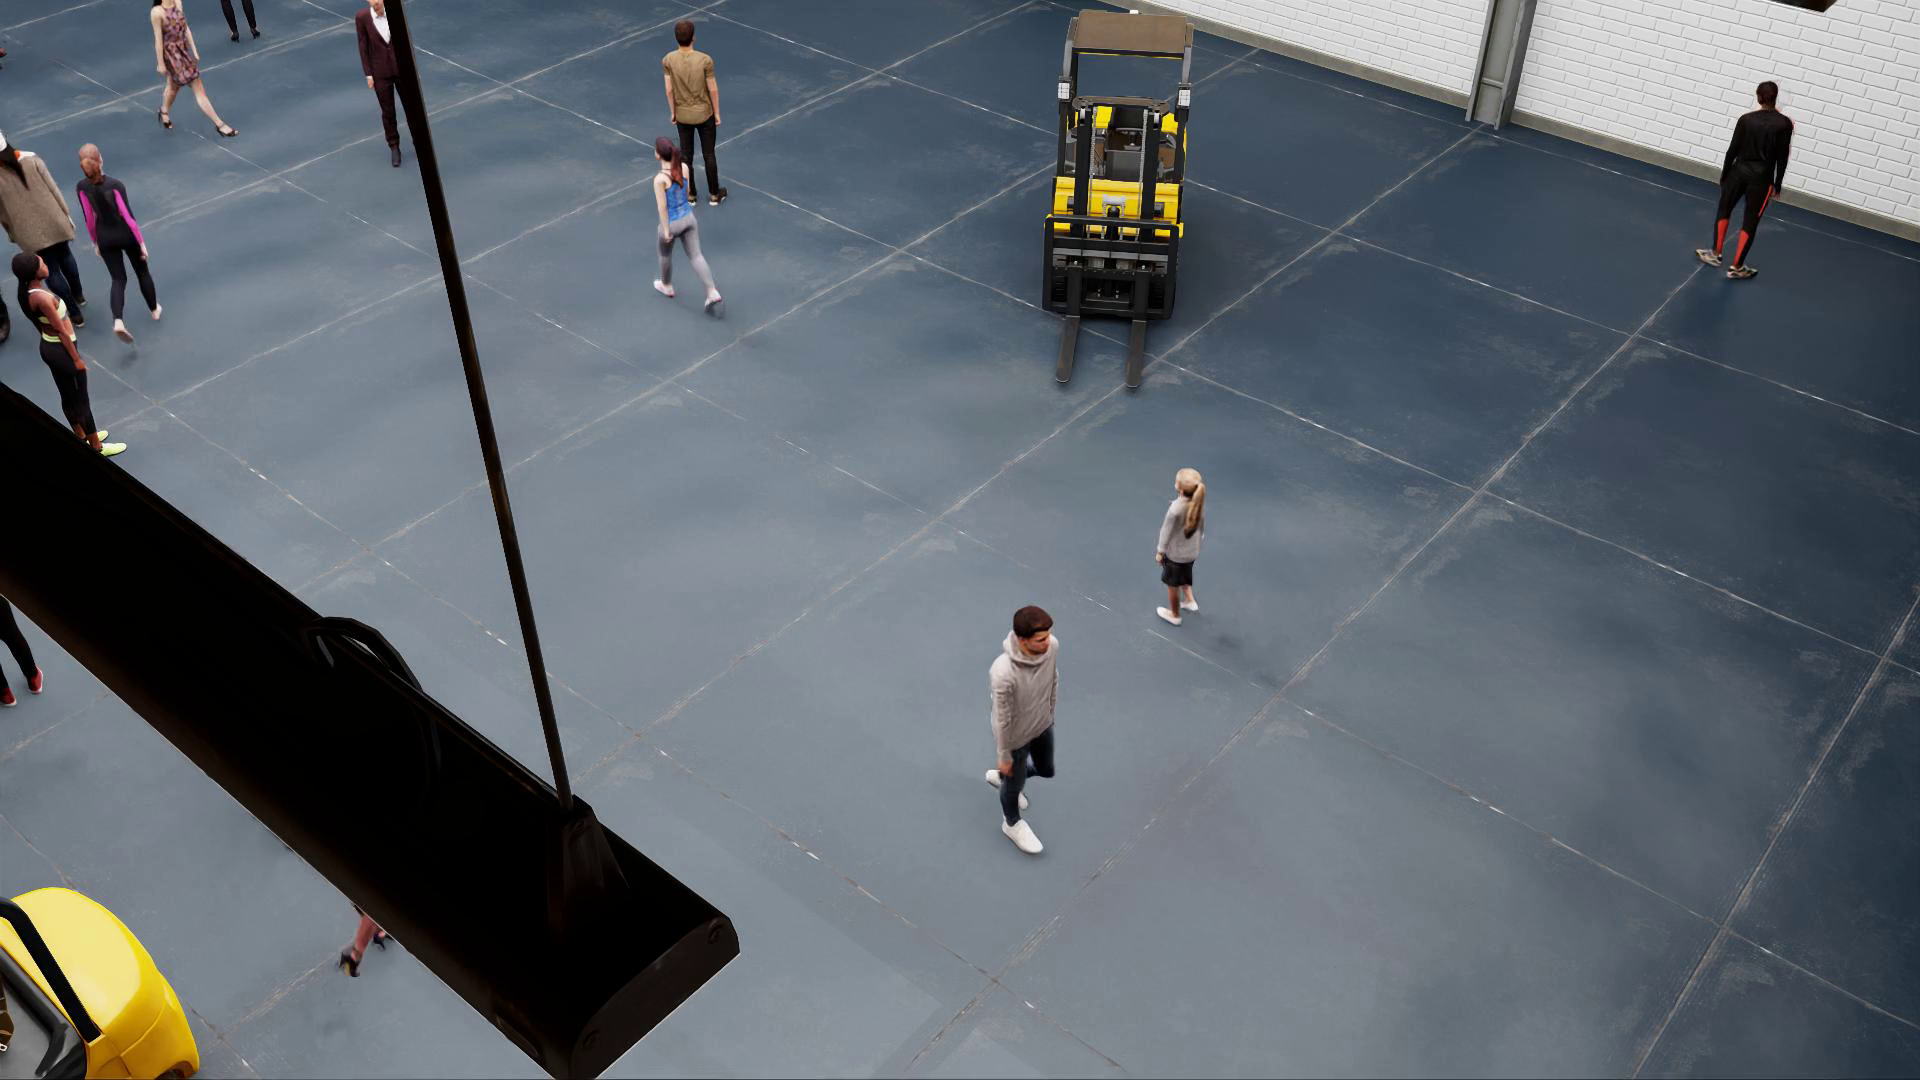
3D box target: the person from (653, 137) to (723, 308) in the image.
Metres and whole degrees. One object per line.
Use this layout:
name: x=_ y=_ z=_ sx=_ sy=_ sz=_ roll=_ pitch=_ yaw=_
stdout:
person: x=-2.432 y=-2.762 z=14.637 sx=1.077 sy=1.579 sz=0.607 roll=32 pitch=48 yaw=33

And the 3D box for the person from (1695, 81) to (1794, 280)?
person: x=7.179 y=-3.262 z=15.104 sx=0.836 sy=1.778 sz=0.567 roll=-31 pitch=48 yaw=-33

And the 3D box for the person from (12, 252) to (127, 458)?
person: x=-6.934 y=-1.419 z=12.815 sx=0.432 sy=1.754 sz=0.611 roll=28 pitch=46 yaw=31

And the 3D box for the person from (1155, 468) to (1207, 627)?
person: x=1.551 y=0.073 z=11.338 sx=0.525 sy=1.266 sz=0.556 roll=-31 pitch=48 yaw=-33

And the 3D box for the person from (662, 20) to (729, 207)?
person: x=-2.581 y=-4.138 z=16.142 sx=0.716 sy=1.852 sz=0.811 roll=2 pitch=39 yaw=3

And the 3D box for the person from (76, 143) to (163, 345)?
person: x=-7.209 y=-2.497 z=14.193 sx=0.996 sy=1.720 sz=1.118 roll=-7 pitch=39 yaw=-8

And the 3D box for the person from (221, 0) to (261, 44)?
person: x=-8.590 y=-6.726 z=19.428 sx=0.674 sy=1.795 sz=0.642 roll=-18 pitch=42 yaw=-22

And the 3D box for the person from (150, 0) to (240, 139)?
person: x=-8.227 y=-4.994 z=17.319 sx=1.284 sy=1.720 sz=1.006 roll=11 pitch=40 yaw=13

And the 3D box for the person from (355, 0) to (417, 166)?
person: x=-5.797 y=-4.779 z=16.934 sx=0.767 sy=1.866 sz=0.751 roll=-17 pitch=42 yaw=-20

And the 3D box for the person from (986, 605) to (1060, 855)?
person: x=0.298 y=1.042 z=9.663 sx=0.720 sy=1.843 sz=0.808 roll=-31 pitch=48 yaw=-33

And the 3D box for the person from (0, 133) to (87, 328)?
person: x=-7.925 y=-2.709 z=14.351 sx=0.797 sy=1.853 sz=0.945 roll=-20 pitch=43 yaw=-24
